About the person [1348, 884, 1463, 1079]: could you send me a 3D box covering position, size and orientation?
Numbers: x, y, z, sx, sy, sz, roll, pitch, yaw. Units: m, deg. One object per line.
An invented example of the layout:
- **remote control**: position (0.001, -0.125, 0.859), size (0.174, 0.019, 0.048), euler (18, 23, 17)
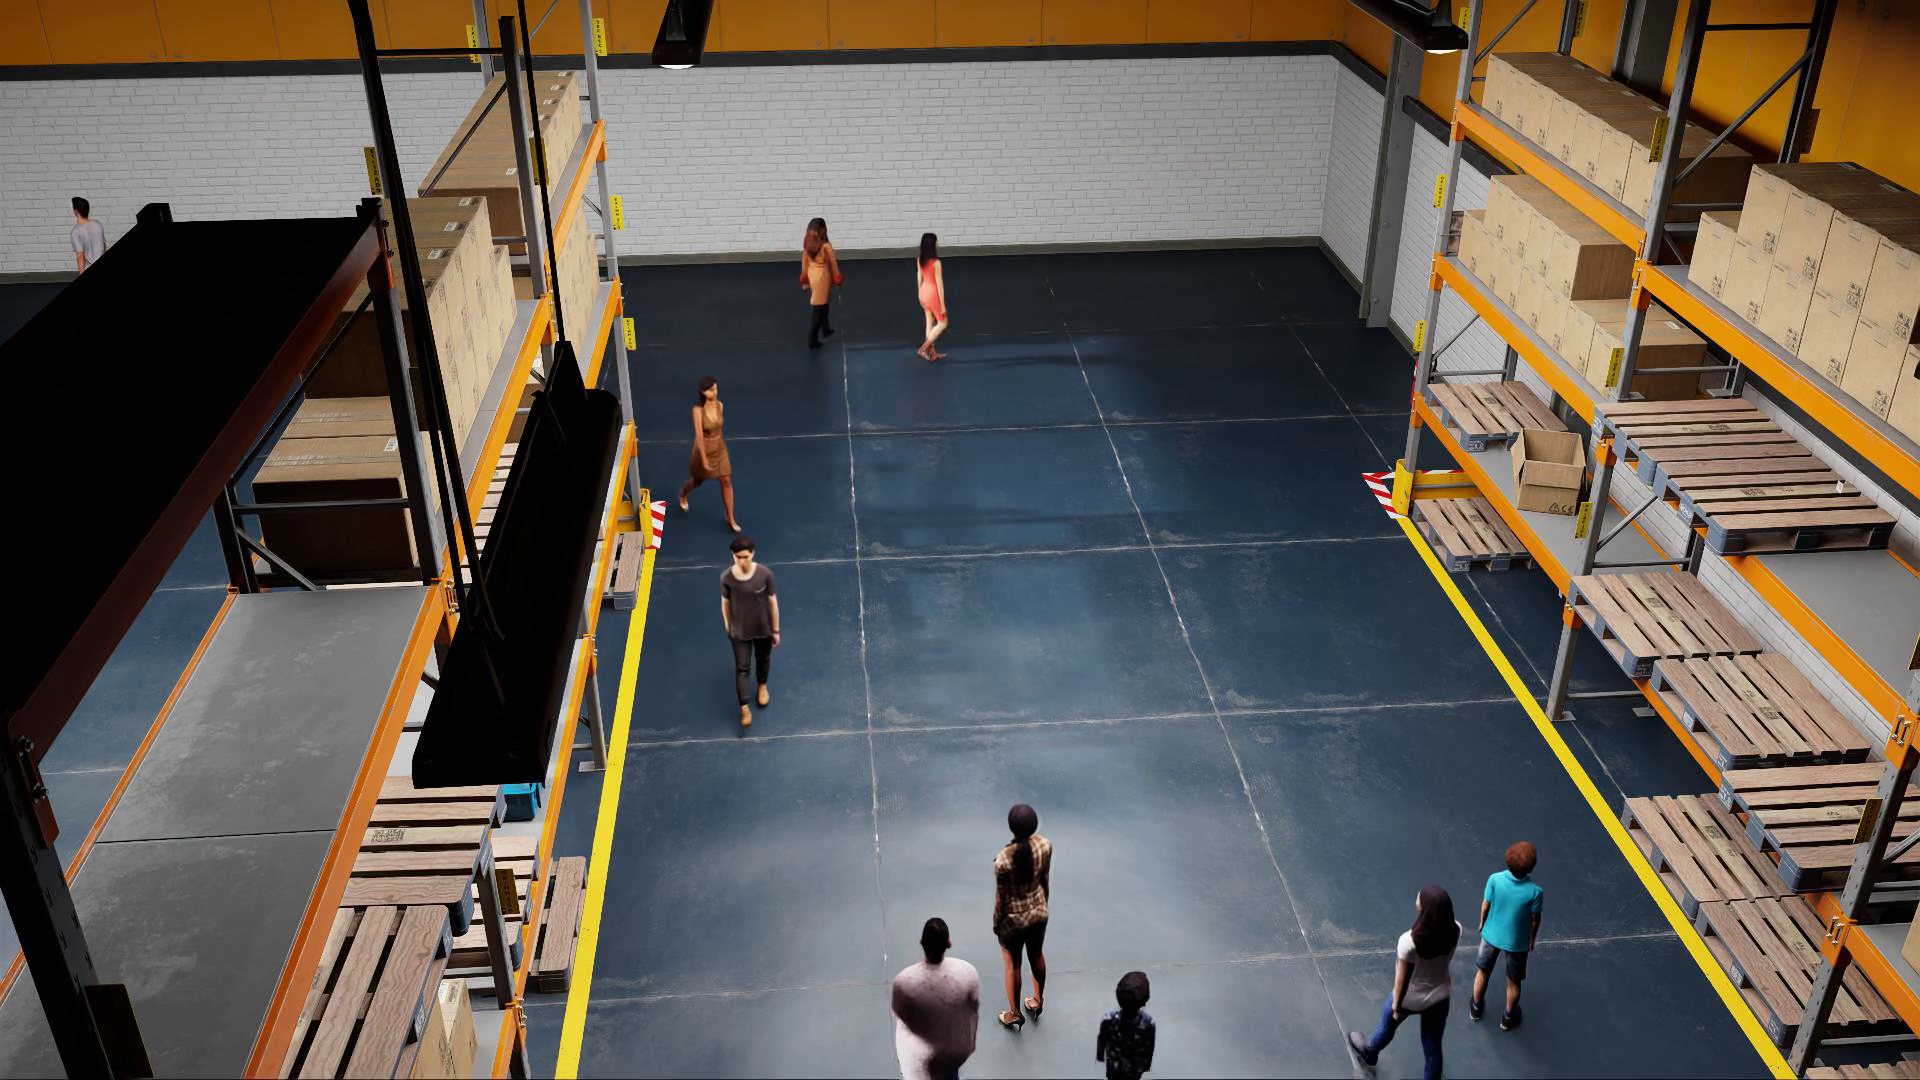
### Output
- **person**: position (2.860, 2.865, 10.125), size (0.767, 1.654, 1.041), euler (-8, 30, -14)

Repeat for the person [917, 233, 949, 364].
- **person**: position (-0.405, -2.983, 20.787), size (0.875, 1.712, 0.827), euler (-24, 37, -36)

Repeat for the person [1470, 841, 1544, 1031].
- **person**: position (3.578, 2.572, 10.877), size (0.598, 1.448, 0.632), euler (15, 32, 26)

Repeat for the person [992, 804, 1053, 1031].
- **person**: position (0.404, 2.443, 10.754), size (0.658, 1.794, 0.670), euler (-15, 32, -26)

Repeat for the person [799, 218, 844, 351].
- **person**: position (-1.848, -3.251, 21.288), size (0.946, 1.702, 1.016), euler (19, 34, 31)

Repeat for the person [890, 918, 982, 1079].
- **person**: position (-0.127, 3.004, 9.799), size (0.743, 1.723, 0.804), euler (-8, 30, -14)

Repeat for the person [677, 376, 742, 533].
- **person**: position (-2.624, -0.886, 16.996), size (1.110, 1.659, 1.032), euler (23, 36, 36)

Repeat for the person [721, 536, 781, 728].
- **person**: position (-1.757, 0.682, 14.096), size (0.650, 1.684, 0.973), euler (-4, 29, -8)

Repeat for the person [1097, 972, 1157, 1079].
- **person**: position (0.998, 3.155, 10.032), size (0.583, 1.235, 0.818), euler (3, 29, 5)

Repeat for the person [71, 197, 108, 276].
- **person**: position (-11.222, -3.532, 21.606), size (0.809, 1.890, 0.652), euler (9, 30, 16)
